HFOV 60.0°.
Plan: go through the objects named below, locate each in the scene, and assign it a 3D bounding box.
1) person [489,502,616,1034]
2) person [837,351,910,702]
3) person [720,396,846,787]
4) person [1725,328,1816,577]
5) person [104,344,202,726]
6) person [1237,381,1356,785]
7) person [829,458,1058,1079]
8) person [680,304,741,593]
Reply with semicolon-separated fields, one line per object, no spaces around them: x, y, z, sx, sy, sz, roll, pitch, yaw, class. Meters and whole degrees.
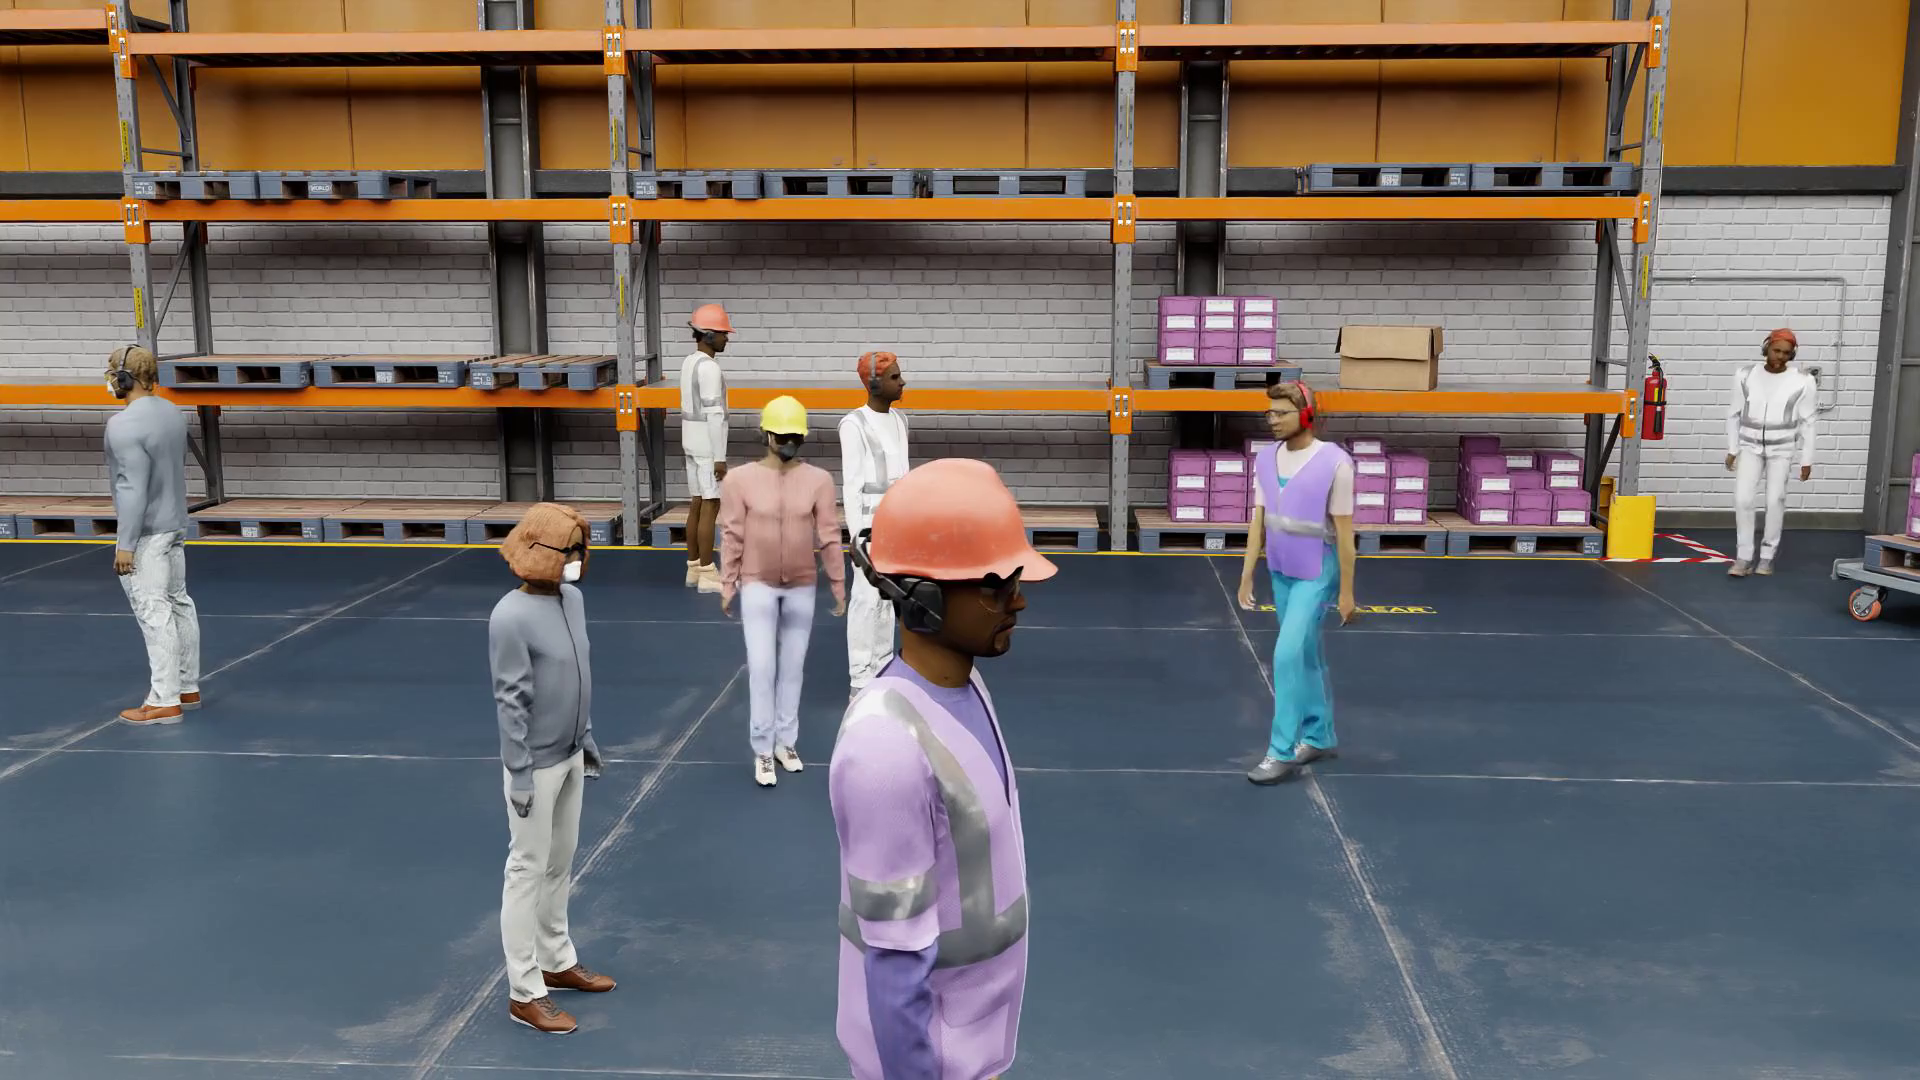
-1.275;0.690;5.190;0.280;1.633;0.498;2;10;13;person
-0.424;-0.059;8.843;0.350;1.884;0.583;5;11;26;person
-0.774;0.229;7.512;0.554;1.748;0.593;-4;10;-20;person
5.962;-0.629;12.278;0.604;1.849;0.725;7;12;36;person
-4.137;-0.027;8.495;0.357;1.938;0.637;0;10;-2;person
1.477;0.190;7.572;0.769;1.814;0.598;-5;11;-29;person
-0.022;0.872;2.924;0.371;2.044;0.607;1;10;8;person
-1.770;-0.649;11.839;0.395;2.038;0.615;-5;11;-25;person
